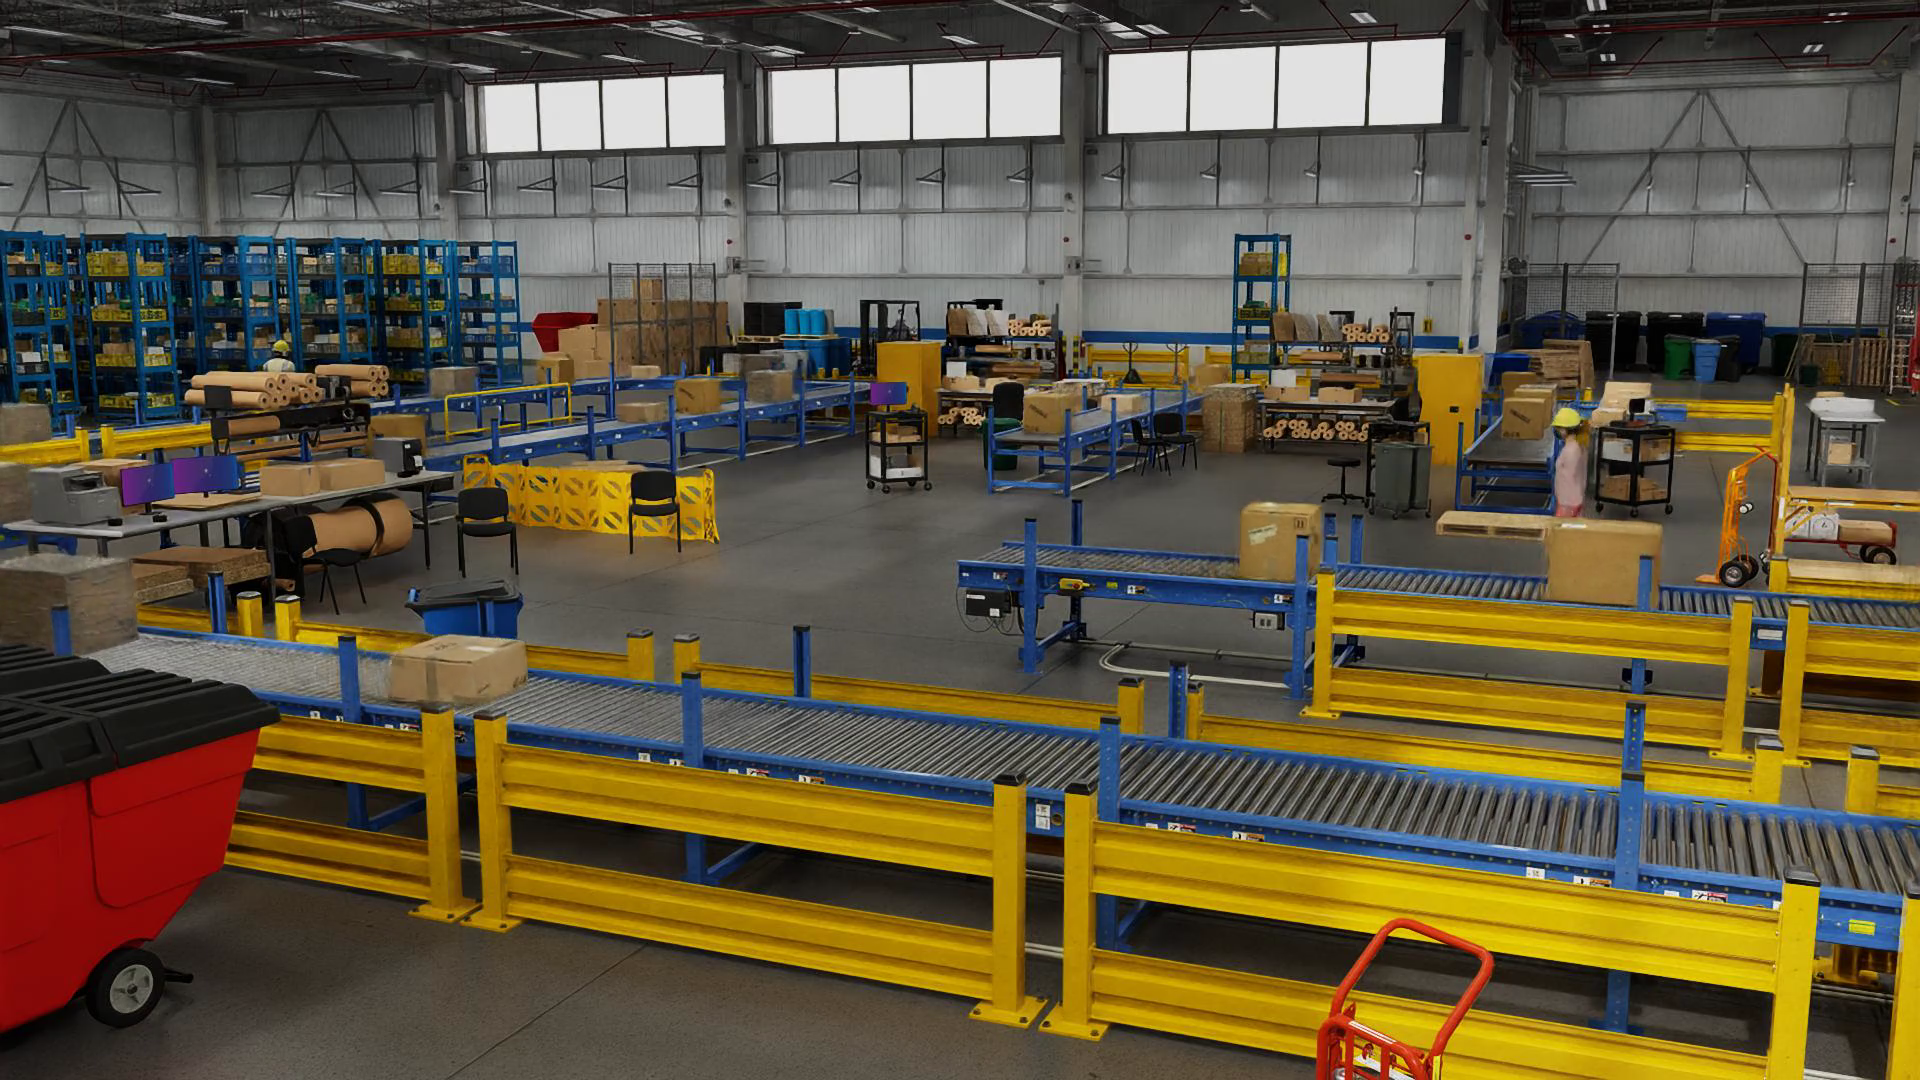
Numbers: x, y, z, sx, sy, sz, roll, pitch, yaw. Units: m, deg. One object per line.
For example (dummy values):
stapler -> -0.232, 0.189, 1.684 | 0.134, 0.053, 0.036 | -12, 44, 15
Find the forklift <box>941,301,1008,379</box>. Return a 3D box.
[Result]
forklift -> 0.365, -4.966, 41.571 | 1.157, 1.987, 2.680 | 3, 10, 20

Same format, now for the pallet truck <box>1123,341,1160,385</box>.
pallet truck -> 4.445, -4.380, 41.279 | 0.680, 1.201, 1.601 | 4, 10, 22

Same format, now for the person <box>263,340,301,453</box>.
person -> -10.935, -2.310, 26.912 | 0.597, 1.832, 0.404 | 3, 10, 16

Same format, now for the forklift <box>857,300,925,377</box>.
forklift -> -1.732, -5.109, 42.468 | 1.157, 1.987, 2.680 | 4, 10, 22

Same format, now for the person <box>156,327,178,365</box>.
person -> -17.975, -4.055, 37.503 | 0.570, 1.831, 0.412 | -7, 12, -37

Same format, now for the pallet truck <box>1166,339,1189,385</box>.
pallet truck -> 5.418, -4.269, 40.420 | 0.704, 1.261, 1.522 | 3, 10, 20

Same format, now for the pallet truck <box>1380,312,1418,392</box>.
pallet truck -> 10.207, -4.283, 38.369 | 0.823, 1.965, 1.885 | 3, 10, 20

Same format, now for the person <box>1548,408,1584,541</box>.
person -> 5.578, -0.328, 15.158 | 0.470, 1.755, 0.527 | 3, 10, 19

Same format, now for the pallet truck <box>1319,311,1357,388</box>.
pallet truck -> 9.071, -4.419, 39.190 | 0.823, 1.965, 1.885 | 5, 10, 26

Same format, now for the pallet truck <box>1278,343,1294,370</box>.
pallet truck -> 7.886, -4.163, 39.743 | 0.653, 1.274, 1.630 | 4, 10, 22
